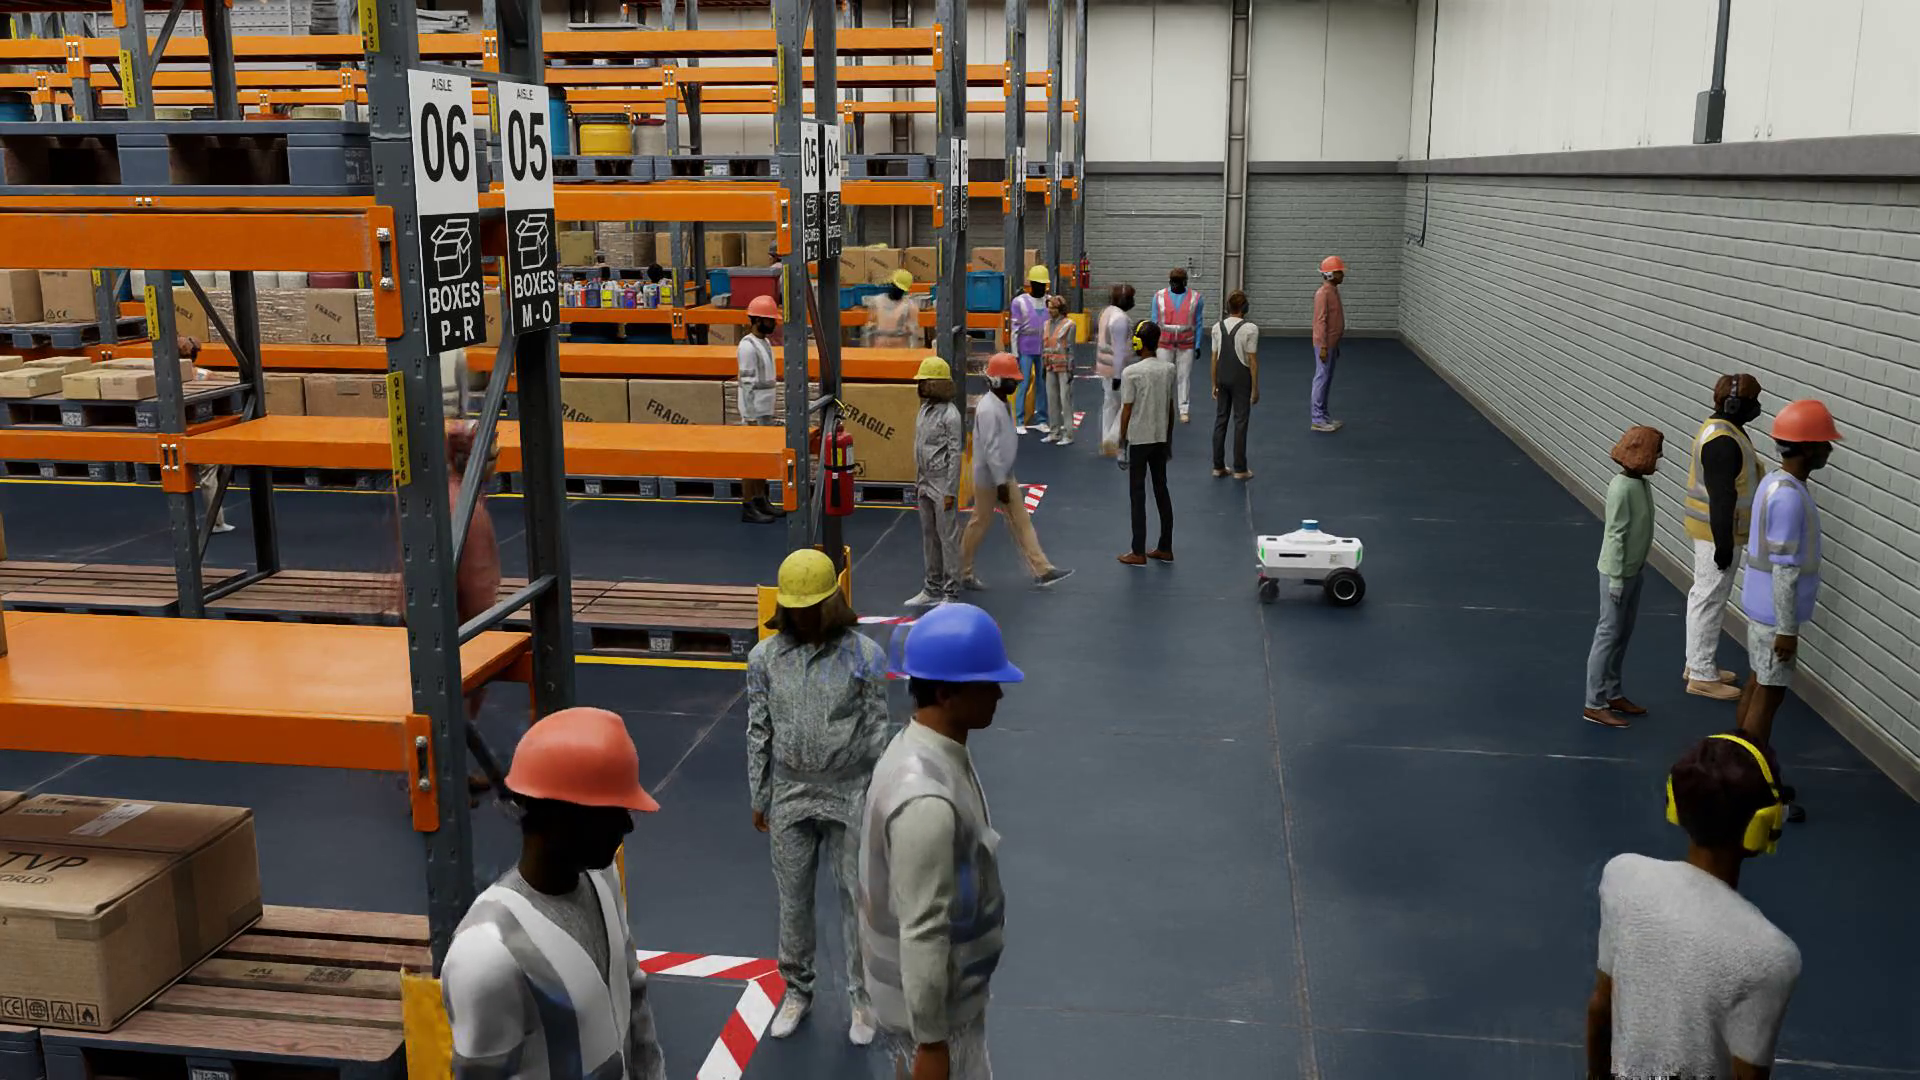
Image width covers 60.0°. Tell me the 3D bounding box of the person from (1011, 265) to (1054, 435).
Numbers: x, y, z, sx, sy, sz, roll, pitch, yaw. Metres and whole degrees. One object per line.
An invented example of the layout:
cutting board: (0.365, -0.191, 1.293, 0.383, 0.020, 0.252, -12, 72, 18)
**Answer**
person: (0.861, -2.150, 18.872, 0.597, 1.914, 0.403, -5, 13, -22)

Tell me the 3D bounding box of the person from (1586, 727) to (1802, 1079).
person: (1.458, 1.291, 3.515, 0.763, 1.845, 0.508, -6, 14, -25)

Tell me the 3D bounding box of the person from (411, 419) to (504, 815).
person: (-2.322, 0.372, 7.606, 0.528, 1.861, 0.680, -7, 14, -27)

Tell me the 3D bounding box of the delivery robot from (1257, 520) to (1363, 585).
delivery robot: (2.427, 0.102, 11.579, 0.707, 0.478, 0.477, 2, 13, 7)

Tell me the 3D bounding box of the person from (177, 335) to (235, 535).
person: (-6.282, -0.851, 13.626, 0.515, 1.641, 0.314, 1, 13, 7)

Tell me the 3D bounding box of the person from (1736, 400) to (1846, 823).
person: (3.800, 0.319, 7.663, 0.357, 1.938, 0.552, 4, 13, 19)

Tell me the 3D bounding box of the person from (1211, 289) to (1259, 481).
person: (2.656, -1.494, 16.087, 0.504, 1.839, 0.348, 10, 16, 39)

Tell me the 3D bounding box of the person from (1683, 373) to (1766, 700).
person: (4.345, -0.030, 9.464, 0.429, 1.844, 0.627, 5, 13, 21)

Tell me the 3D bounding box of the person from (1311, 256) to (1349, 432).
person: (4.249, -2.262, 19.181, 0.375, 1.997, 0.612, 6, 14, 24)

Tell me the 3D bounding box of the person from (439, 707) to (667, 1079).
person: (-0.719, 1.274, 3.424, 0.619, 1.903, 0.554, 2, 13, 9)

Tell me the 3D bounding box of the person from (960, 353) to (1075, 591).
person: (0.350, -0.459, 11.708, 0.871, 1.699, 0.585, 5, 13, 20)

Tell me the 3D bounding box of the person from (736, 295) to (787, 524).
person: (-1.679, -1.107, 14.130, 0.390, 1.928, 0.546, 3, 13, 13)

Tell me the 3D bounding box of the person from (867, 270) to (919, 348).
person: (-0.773, -2.103, 18.753, 0.685, 1.879, 0.376, 6, 14, 24)

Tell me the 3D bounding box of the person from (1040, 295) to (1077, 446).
person: (1.079, -1.856, 18.189, 0.311, 1.632, 0.526, -10, 16, -38)

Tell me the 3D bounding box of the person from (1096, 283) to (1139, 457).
person: (1.645, -1.747, 17.245, 0.450, 1.829, 0.629, -2, 13, -11)

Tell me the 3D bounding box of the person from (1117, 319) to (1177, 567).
person: (1.412, -0.728, 12.586, 0.513, 1.860, 0.328, -7, 15, -30)

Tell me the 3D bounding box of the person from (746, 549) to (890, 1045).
person: (-0.484, 0.872, 5.645, 0.489, 1.731, 0.320, 1, 13, 6)

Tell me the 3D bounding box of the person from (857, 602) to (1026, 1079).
person: (-0.098, 1.096, 4.171, 0.518, 1.929, 0.624, 1, 13, 3)

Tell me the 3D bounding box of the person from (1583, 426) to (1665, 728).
person: (3.594, 0.190, 8.966, 0.284, 1.628, 0.498, 9, 16, 37)

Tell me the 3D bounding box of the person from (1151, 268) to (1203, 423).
person: (2.561, -2.305, 19.746, 0.619, 1.839, 0.430, 1, 13, 6)

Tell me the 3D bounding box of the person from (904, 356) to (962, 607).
person: (-0.169, -0.363, 11.186, 0.295, 1.744, 0.484, -7, 15, -30)
